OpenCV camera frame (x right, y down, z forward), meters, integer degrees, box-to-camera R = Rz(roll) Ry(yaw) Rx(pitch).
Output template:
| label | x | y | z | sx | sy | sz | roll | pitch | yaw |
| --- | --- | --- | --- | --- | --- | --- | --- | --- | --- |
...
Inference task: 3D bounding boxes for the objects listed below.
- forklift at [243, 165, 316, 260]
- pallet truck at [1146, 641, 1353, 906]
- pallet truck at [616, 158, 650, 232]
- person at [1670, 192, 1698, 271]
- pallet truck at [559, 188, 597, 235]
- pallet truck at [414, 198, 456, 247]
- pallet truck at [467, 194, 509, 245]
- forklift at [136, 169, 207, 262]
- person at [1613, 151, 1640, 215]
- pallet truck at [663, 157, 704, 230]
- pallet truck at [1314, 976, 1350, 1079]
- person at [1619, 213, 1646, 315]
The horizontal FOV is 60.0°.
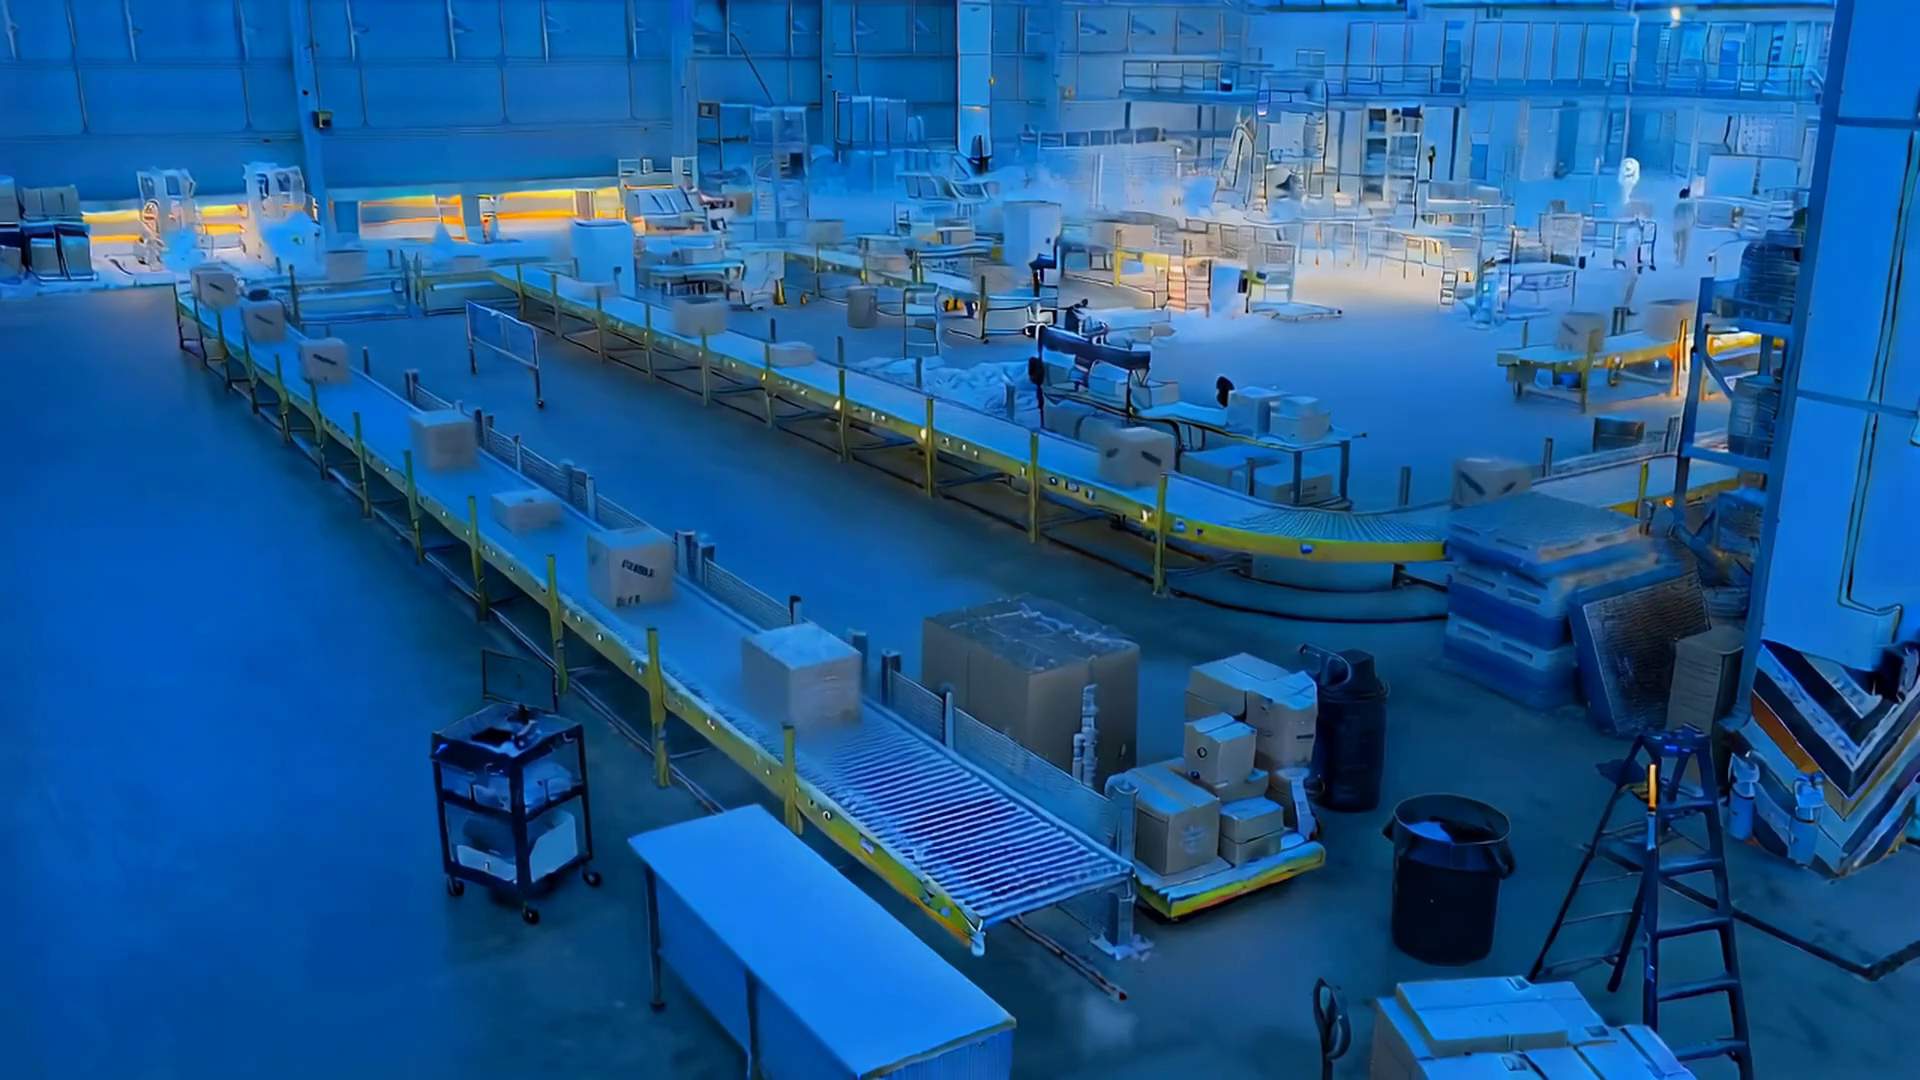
| label | x | y | z | sx | sy | sz | roll | pitch | yaw |
| --- | --- | --- | --- | --- | --- | --- | --- | --- | --- |
| forklift | -15.898 | -7.669 | 38.708 | 1.157 | 1.987 | 2.680 | -11 | 20 | -33 |
| pallet truck | 1.664 | 1.407 | 10.232 | 1.630 | 1.274 | 0.653 | -10 | 20 | -31 |
| pallet truck | -8.918 | -9.176 | 44.255 | 0.823 | 1.965 | 1.885 | -9 | 19 | -27 |
| person | 16.070 | -6.853 | 36.944 | 0.538 | 1.743 | 0.401 | 7 | 18 | 22 |
| pallet truck | -10.010 | -8.652 | 43.699 | 0.653 | 1.274 | 1.630 | -10 | 20 | -31 |
| pallet truck | -13.250 | -8.060 | 41.856 | 0.680 | 1.201 | 1.601 | -10 | 20 | -31 |
| pallet truck | -11.983 | -8.177 | 42.137 | 0.704 | 1.261 | 1.522 | -11 | 20 | -33 |
| forklift | -17.842 | -7.318 | 37.559 | 1.157 | 1.987 | 2.680 | -10 | 20 | -31 |
| person | 19.658 | -10.552 | 49.096 | 0.594 | 1.831 | 0.972 | -6 | 18 | -19 |
| pallet truck | -7.586 | -9.308 | 44.692 | 0.823 | 1.965 | 1.885 | -11 | 20 | -33 |
| pallet truck | 2.299 | 2.390 | 7.086 | 1.601 | 1.201 | 0.680 | -2 | 17 | -7 |
| person | 12.608 | -5.162 | 31.117 | 0.328 | 1.872 | 0.515 | -2 | 17 | -7 |
